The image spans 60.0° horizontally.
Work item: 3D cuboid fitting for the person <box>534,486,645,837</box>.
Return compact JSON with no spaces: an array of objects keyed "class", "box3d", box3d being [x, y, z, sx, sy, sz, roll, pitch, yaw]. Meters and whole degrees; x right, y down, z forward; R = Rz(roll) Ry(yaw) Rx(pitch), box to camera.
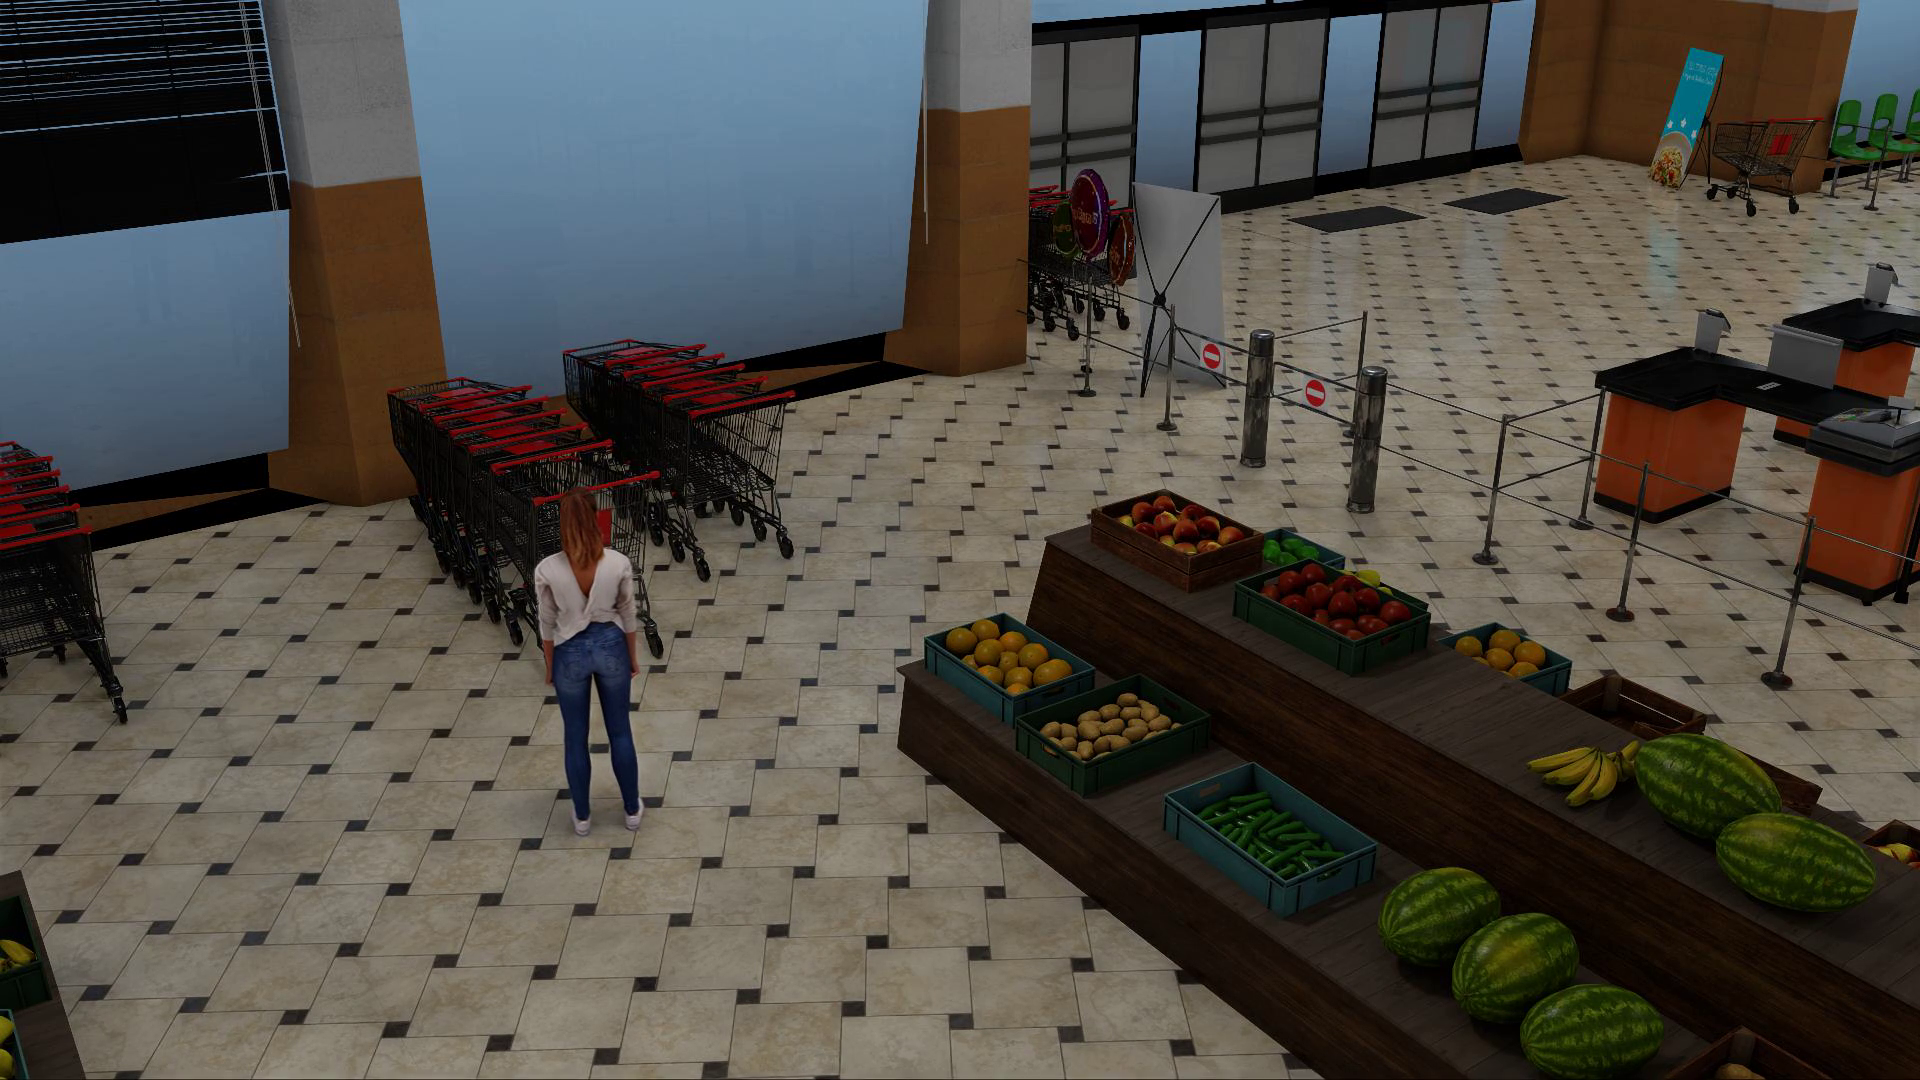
[{"class":"person","box3d":[-1.696,0.566,7.651,0.650,1.722,0.610,-8,25,-17]}]
